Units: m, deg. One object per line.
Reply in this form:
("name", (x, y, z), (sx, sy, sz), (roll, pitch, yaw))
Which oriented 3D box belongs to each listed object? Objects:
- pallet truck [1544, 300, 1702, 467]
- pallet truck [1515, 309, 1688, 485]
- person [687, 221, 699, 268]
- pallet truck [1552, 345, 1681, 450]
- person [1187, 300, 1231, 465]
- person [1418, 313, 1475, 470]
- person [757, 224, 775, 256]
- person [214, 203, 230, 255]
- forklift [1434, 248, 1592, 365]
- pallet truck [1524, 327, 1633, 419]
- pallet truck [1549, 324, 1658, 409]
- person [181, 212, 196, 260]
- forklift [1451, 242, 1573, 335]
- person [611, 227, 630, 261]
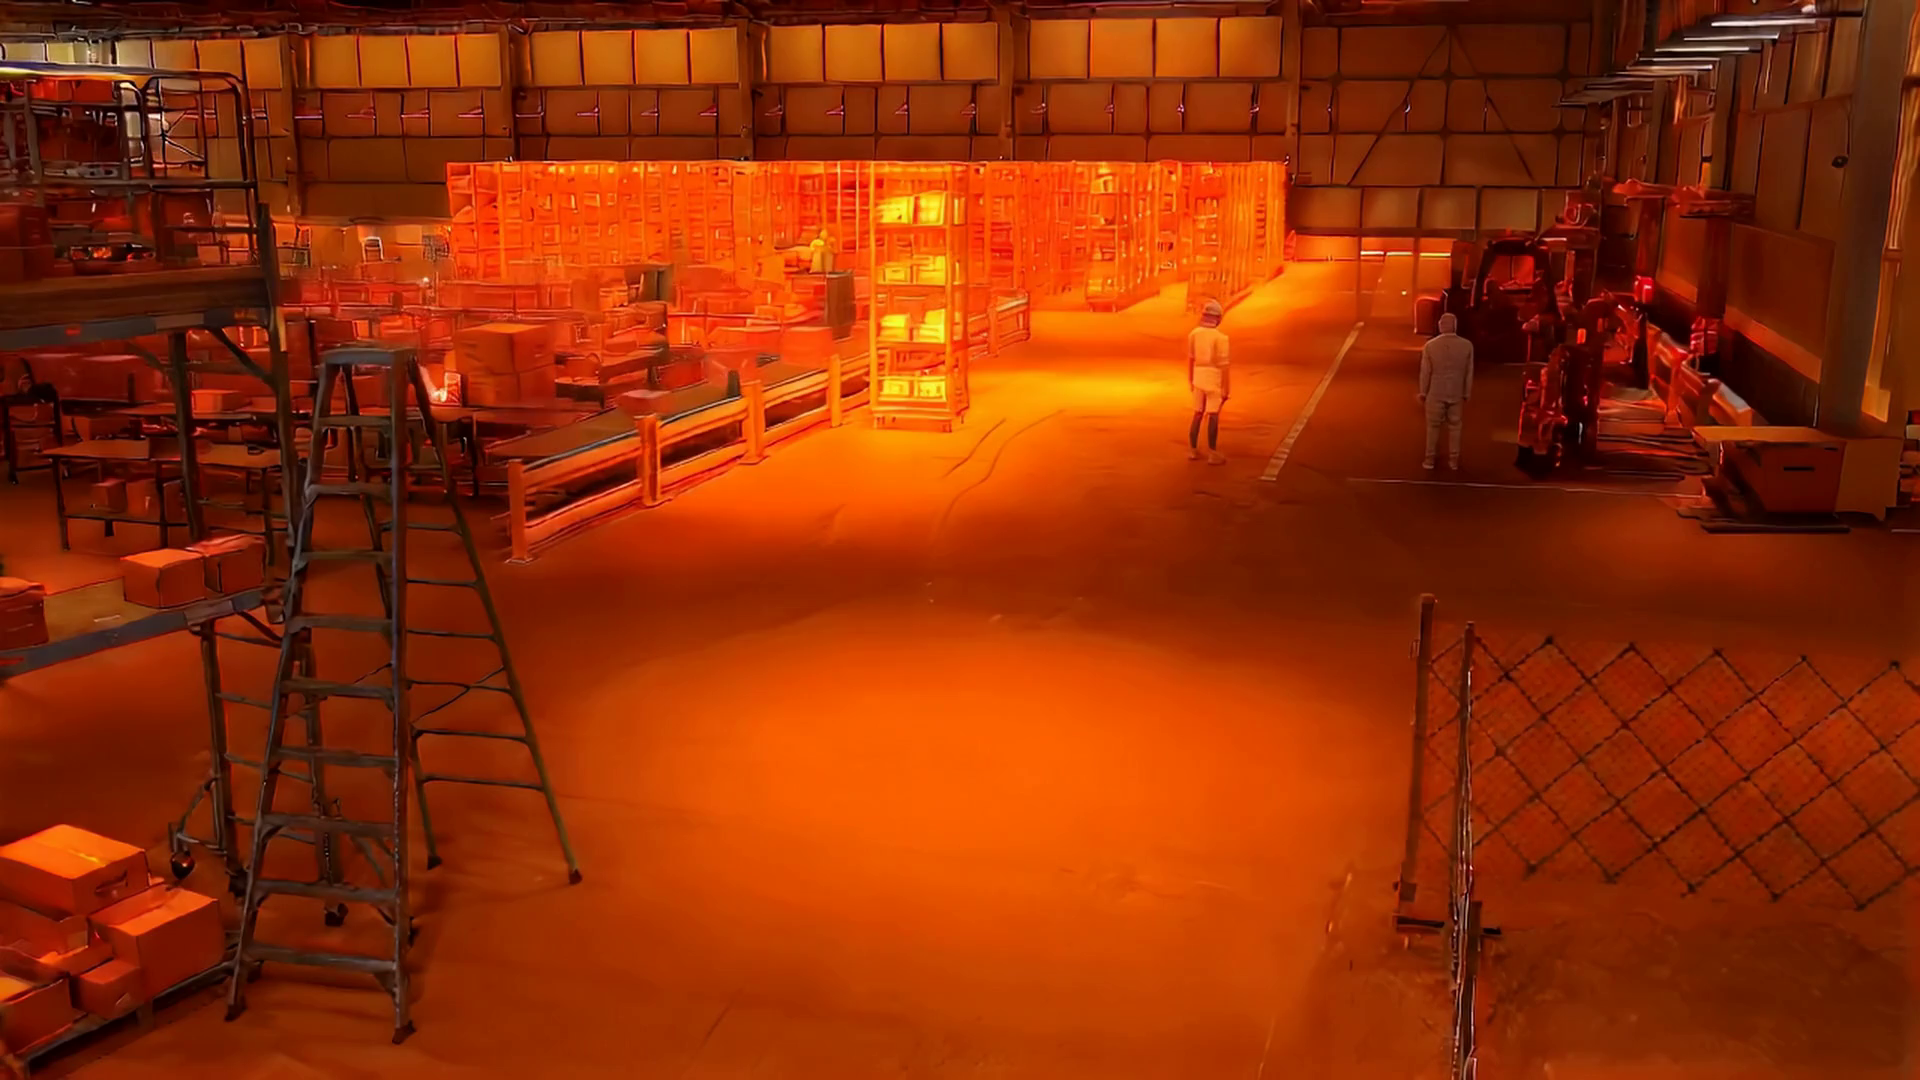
("pallet truck", (8.263, -1.952, 20.631), (1.885, 1.965, 0.823), (5, 14, 20))
("pallet truck", (7.554, -1.677, 19.446), (1.885, 1.965, 0.823), (3, 13, 14))
("person", (-8.156, -8.873, 50.881), (0.403, 1.835, 0.588), (-5, 14, -20))
("pallet truck", (8.641, -1.896, 21.908), (1.630, 1.274, 0.653), (4, 14, 16))
("person", (3.083, -1.940, 20.513), (0.602, 2.037, 0.395), (11, 17, 41))
("person", (5.865, -1.790, 20.130), (0.641, 1.908, 0.408), (1, 13, 2))
("person", (-6.112, -9.017, 51.593), (0.943, 1.803, 0.562), (7, 15, 28))
("person", (-28.196, -11.830, 63.355), (0.787, 1.968, 0.620), (2, 13, 10))
("forklift", (9.780, -4.111, 29.280), (2.680, 1.987, 1.157), (3, 13, 14))
("pallet truck", (9.065, -2.460, 24.370), (1.522, 1.261, 0.704), (3, 13, 14))
("pallet truck", (9.824, -2.669, 25.407), (1.601, 1.201, 0.680), (4, 14, 16))
("person", (-27.804, -10.934, 59.970), (0.537, 1.758, 0.424), (4, 14, 17))
("forklift", (10.464, -4.597, 31.405), (2.680, 1.987, 1.157), (4, 14, 16))
("person", (-10.361, -8.923, 50.961), (0.678, 1.904, 0.482), (-7, 15, -26))
